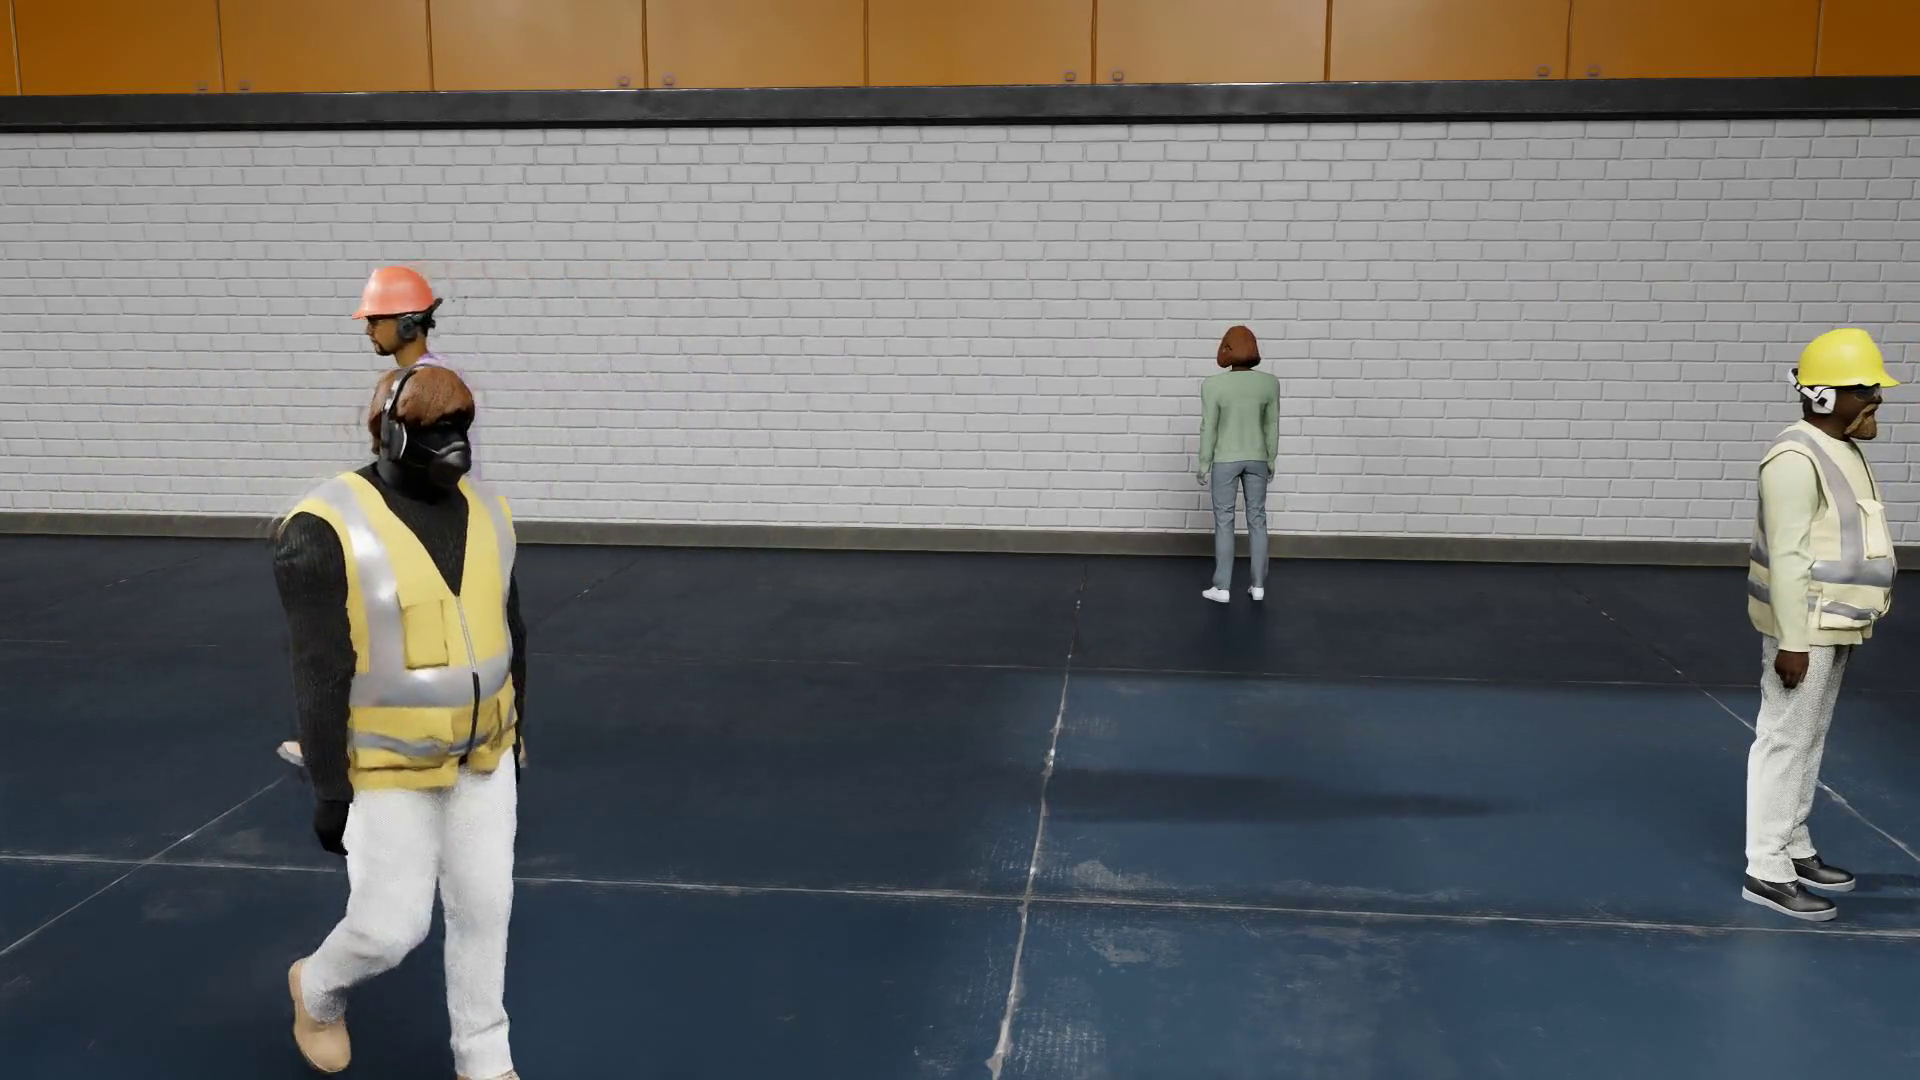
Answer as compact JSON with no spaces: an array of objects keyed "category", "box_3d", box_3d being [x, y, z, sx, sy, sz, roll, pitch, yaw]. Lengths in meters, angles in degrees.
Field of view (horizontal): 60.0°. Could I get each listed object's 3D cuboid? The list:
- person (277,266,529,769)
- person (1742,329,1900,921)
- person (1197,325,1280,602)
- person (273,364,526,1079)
[{"category":"person","box_3d":[-2.169,-0.031,6.385,0.999,1.996,0.626,-4,11,-23]},{"category":"person","box_3d":[2.705,0.256,5.245,0.403,1.833,0.586,8,13,39]},{"category":"person","box_3d":[1.640,-0.443,9.814,0.497,1.634,0.287,-2,10,-13]},{"category":"person","box_3d":[-1.312,0.491,3.926,0.627,1.821,0.639,7,12,35]}]
